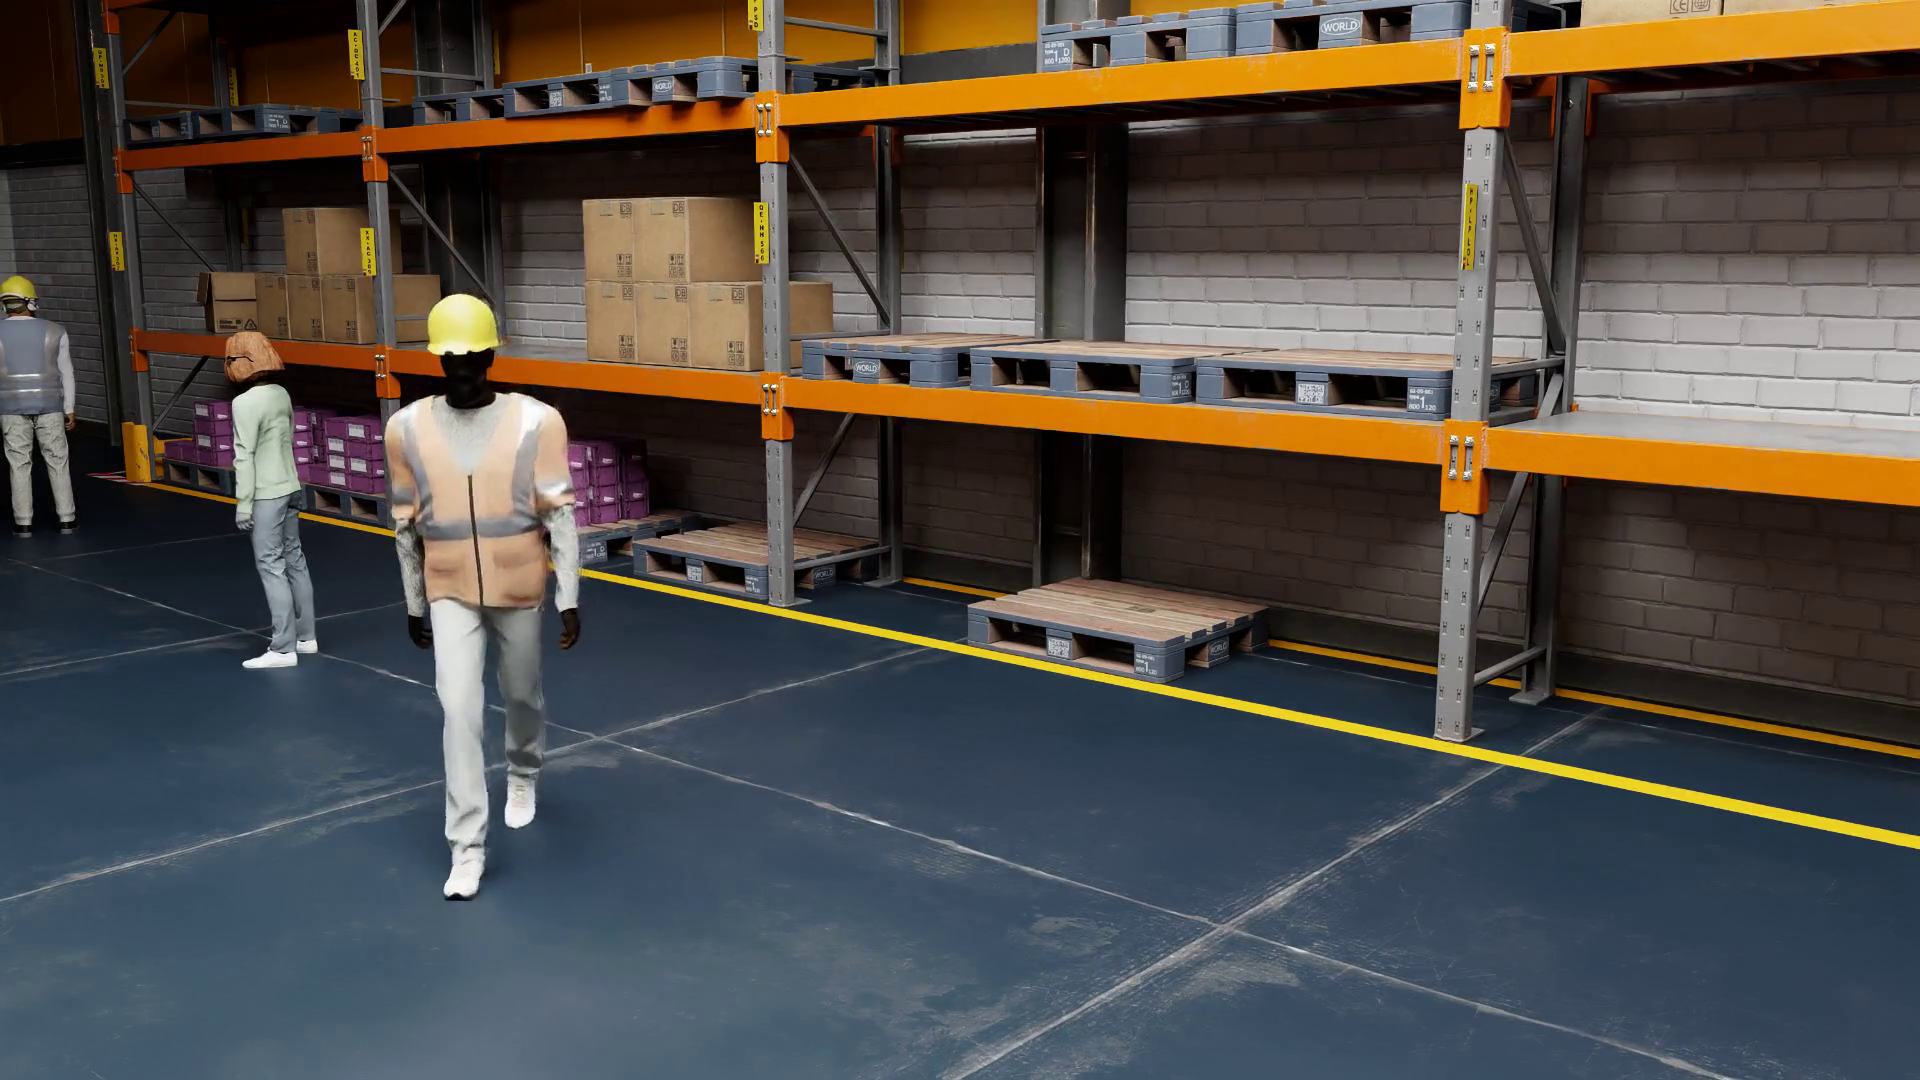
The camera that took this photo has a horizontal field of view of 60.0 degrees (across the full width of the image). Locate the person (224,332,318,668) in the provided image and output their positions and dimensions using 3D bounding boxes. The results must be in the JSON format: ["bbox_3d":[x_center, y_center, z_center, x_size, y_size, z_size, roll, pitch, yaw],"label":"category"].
[{"bbox_3d":[-3.369,-0.196,8.088,0.287,1.625,0.496,0,10,1],"label":"person"}]

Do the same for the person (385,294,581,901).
[{"bbox_3d":[-1.555,0.133,5.492,0.607,1.886,0.977,-1,10,-8],"label":"person"}]

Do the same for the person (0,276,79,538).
[{"bbox_3d":[-6.535,-0.930,11.685,0.589,1.827,0.404,-6,12,-30],"label":"person"}]
